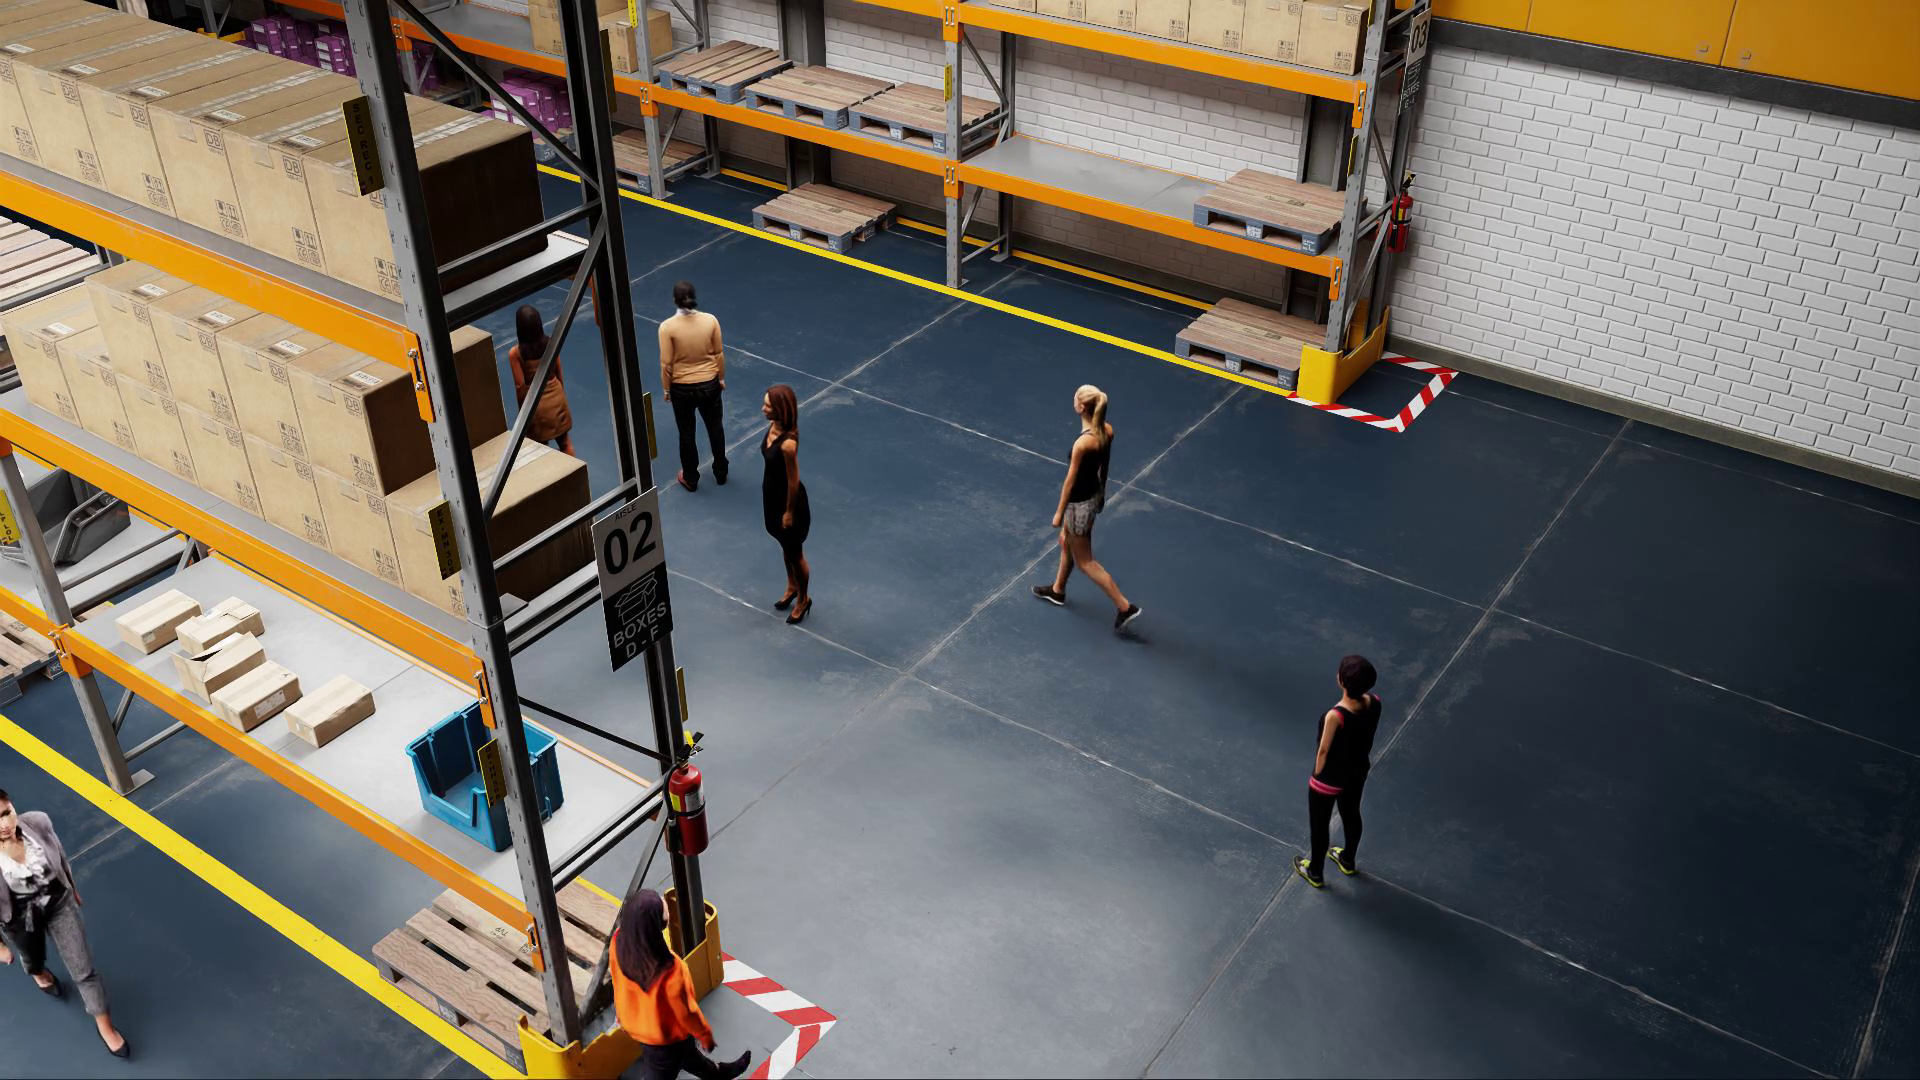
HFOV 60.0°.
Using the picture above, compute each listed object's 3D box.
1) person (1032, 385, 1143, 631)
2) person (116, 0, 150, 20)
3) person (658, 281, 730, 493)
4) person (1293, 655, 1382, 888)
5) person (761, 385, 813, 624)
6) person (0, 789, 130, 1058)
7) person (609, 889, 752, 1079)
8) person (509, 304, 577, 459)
[{"bbox_3d":[0.910,-0.212,11.399,1.142,1.820,0.652,18,38,25],"label":"person"},{"bbox_3d":[-10.355,-6.423,20.870,0.513,1.678,0.696,27,42,34],"label":"person"},{"bbox_3d":[-2.070,-1.203,12.950,0.755,1.753,0.760,-14,36,-20],"label":"person"},{"bbox_3d":[2.151,1.298,9.371,0.610,1.550,0.623,-18,38,-25],"label":"person"},{"bbox_3d":[-1.194,-0.238,11.425,0.722,1.835,0.621,-14,36,-20],"label":"person"},{"bbox_3d":[-4.708,1.875,8.424,1.120,1.637,0.697,26,41,33],"label":"person"},{"bbox_3d":[-1.459,2.327,7.678,1.057,1.710,0.818,29,43,36],"label":"person"},{"bbox_3d":[-3.189,-1.025,12.740,0.607,1.690,0.582,-26,41,-33],"label":"person"}]
